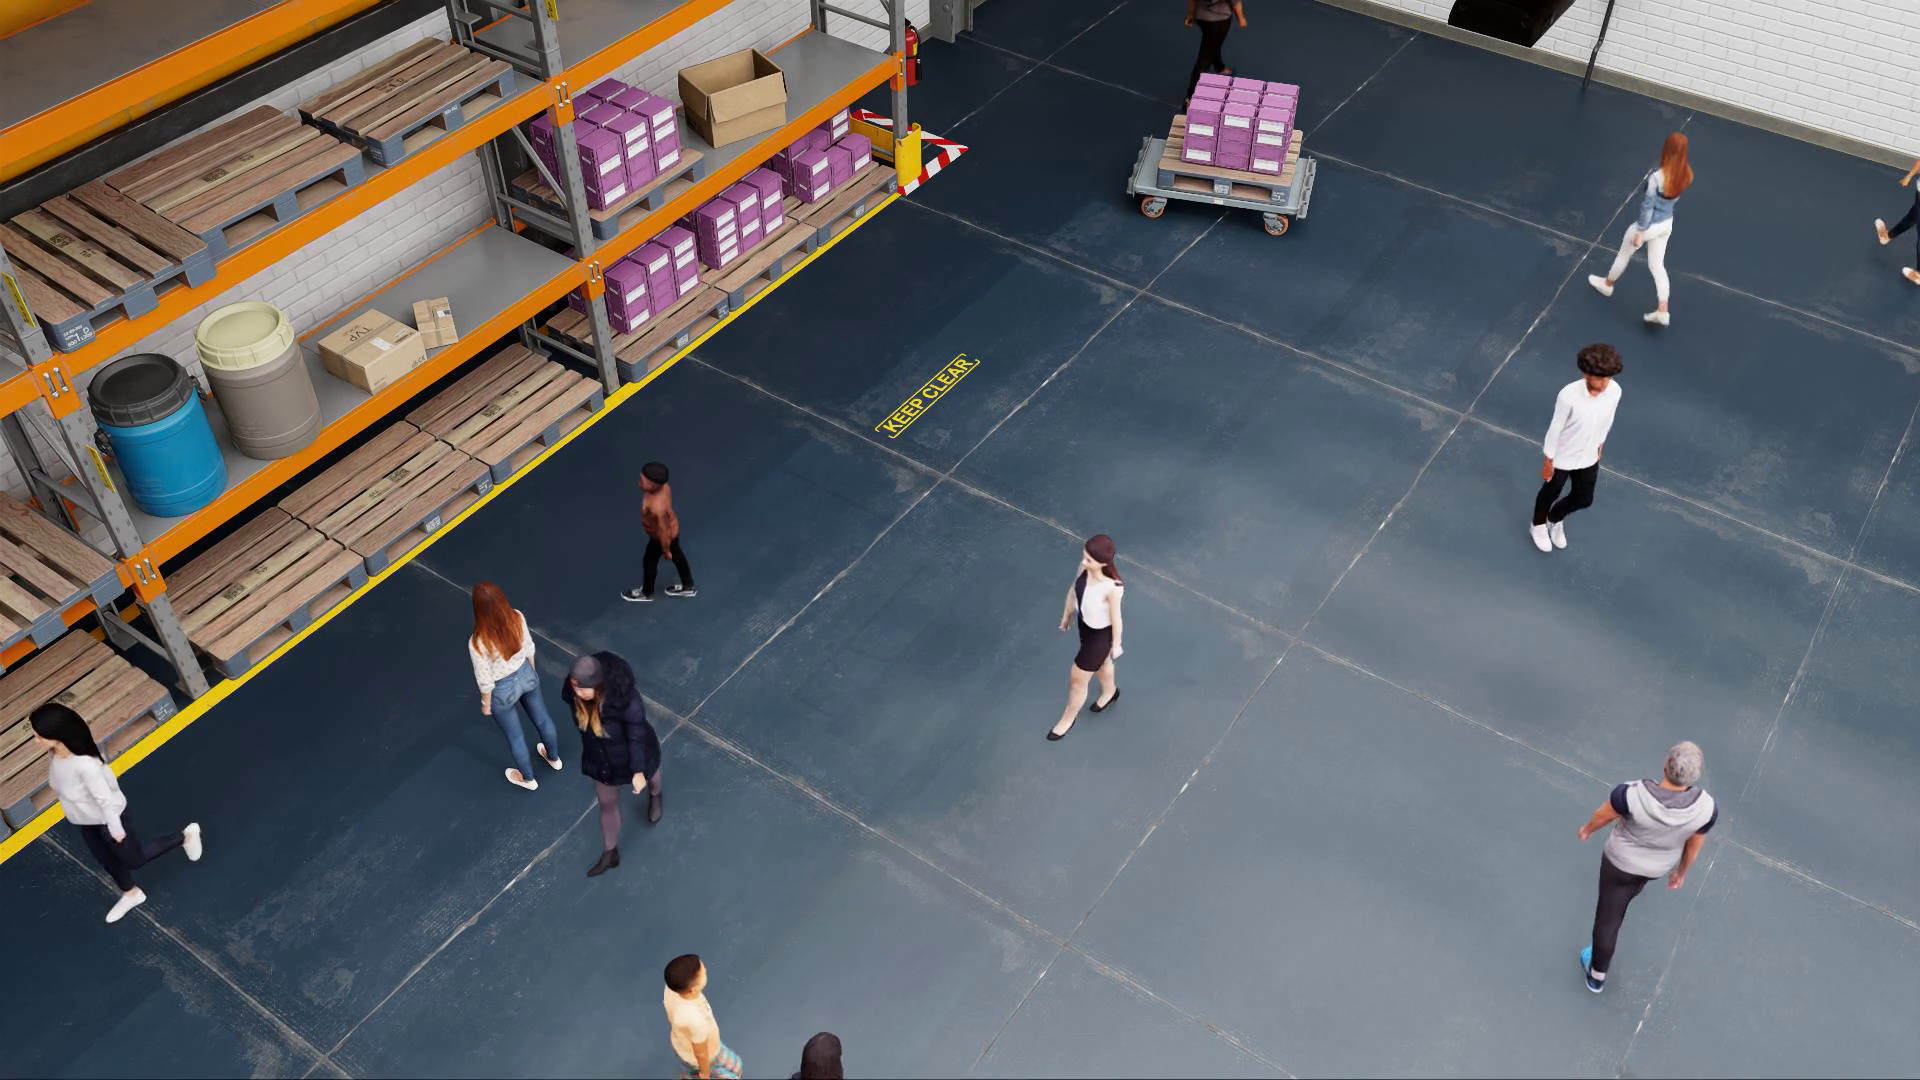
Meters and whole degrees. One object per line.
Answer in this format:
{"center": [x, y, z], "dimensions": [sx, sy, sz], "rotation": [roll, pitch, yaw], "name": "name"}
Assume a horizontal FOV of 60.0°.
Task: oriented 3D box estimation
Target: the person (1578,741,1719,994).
{"center": [3.714, 1.844, 9.097], "dimensions": [1.004, 1.788, 1.181], "rotation": [4, 44, 4], "name": "person"}

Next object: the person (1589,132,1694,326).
{"center": [5.813, -2.542, 13.790], "dimensions": [1.151, 1.666, 1.062], "rotation": [-17, 46, -17], "name": "person"}

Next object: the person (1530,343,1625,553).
{"center": [4.294, -0.692, 11.752], "dimensions": [0.757, 1.798, 0.817], "rotation": [-7, 44, -8], "name": "person"}

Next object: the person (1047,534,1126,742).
{"center": [0.931, 0.561, 10.561], "dimensions": [0.937, 1.627, 0.780], "rotation": [-22, 48, -22], "name": "person"}

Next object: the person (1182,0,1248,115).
{"center": [2.399, -5.010, 16.286], "dimensions": [1.229, 1.796, 0.913], "rotation": [-27, 50, -26], "name": "person"}

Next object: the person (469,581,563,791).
{"center": [-2.735, 0.879, 10.153], "dimensions": [0.651, 1.728, 0.466], "rotation": [30, 51, 28], "name": "person"}

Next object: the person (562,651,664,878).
{"center": [-1.984, 1.176, 9.912], "dimensions": [0.906, 1.631, 1.122], "rotation": [8, 44, 8], "name": "person"}

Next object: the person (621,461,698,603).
{"center": [-1.992, -0.053, 11.486], "dimensions": [0.802, 1.239, 0.780], "rotation": [1, 44, 1], "name": "person"}

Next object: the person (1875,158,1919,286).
{"center": [8.392, -2.969, 14.179], "dimensions": [1.073, 1.747, 1.113], "rotation": [-9, 44, -9], "name": "person"}

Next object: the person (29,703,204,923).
{"center": [-4.844, 1.507, 9.527], "dimensions": [0.644, 1.684, 0.908], "rotation": [24, 48, 23], "name": "person"}

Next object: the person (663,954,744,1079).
{"center": [-1.408, 2.620, 8.527], "dimensions": [0.618, 1.451, 0.587], "rotation": [-30, 51, -28], "name": "person"}
